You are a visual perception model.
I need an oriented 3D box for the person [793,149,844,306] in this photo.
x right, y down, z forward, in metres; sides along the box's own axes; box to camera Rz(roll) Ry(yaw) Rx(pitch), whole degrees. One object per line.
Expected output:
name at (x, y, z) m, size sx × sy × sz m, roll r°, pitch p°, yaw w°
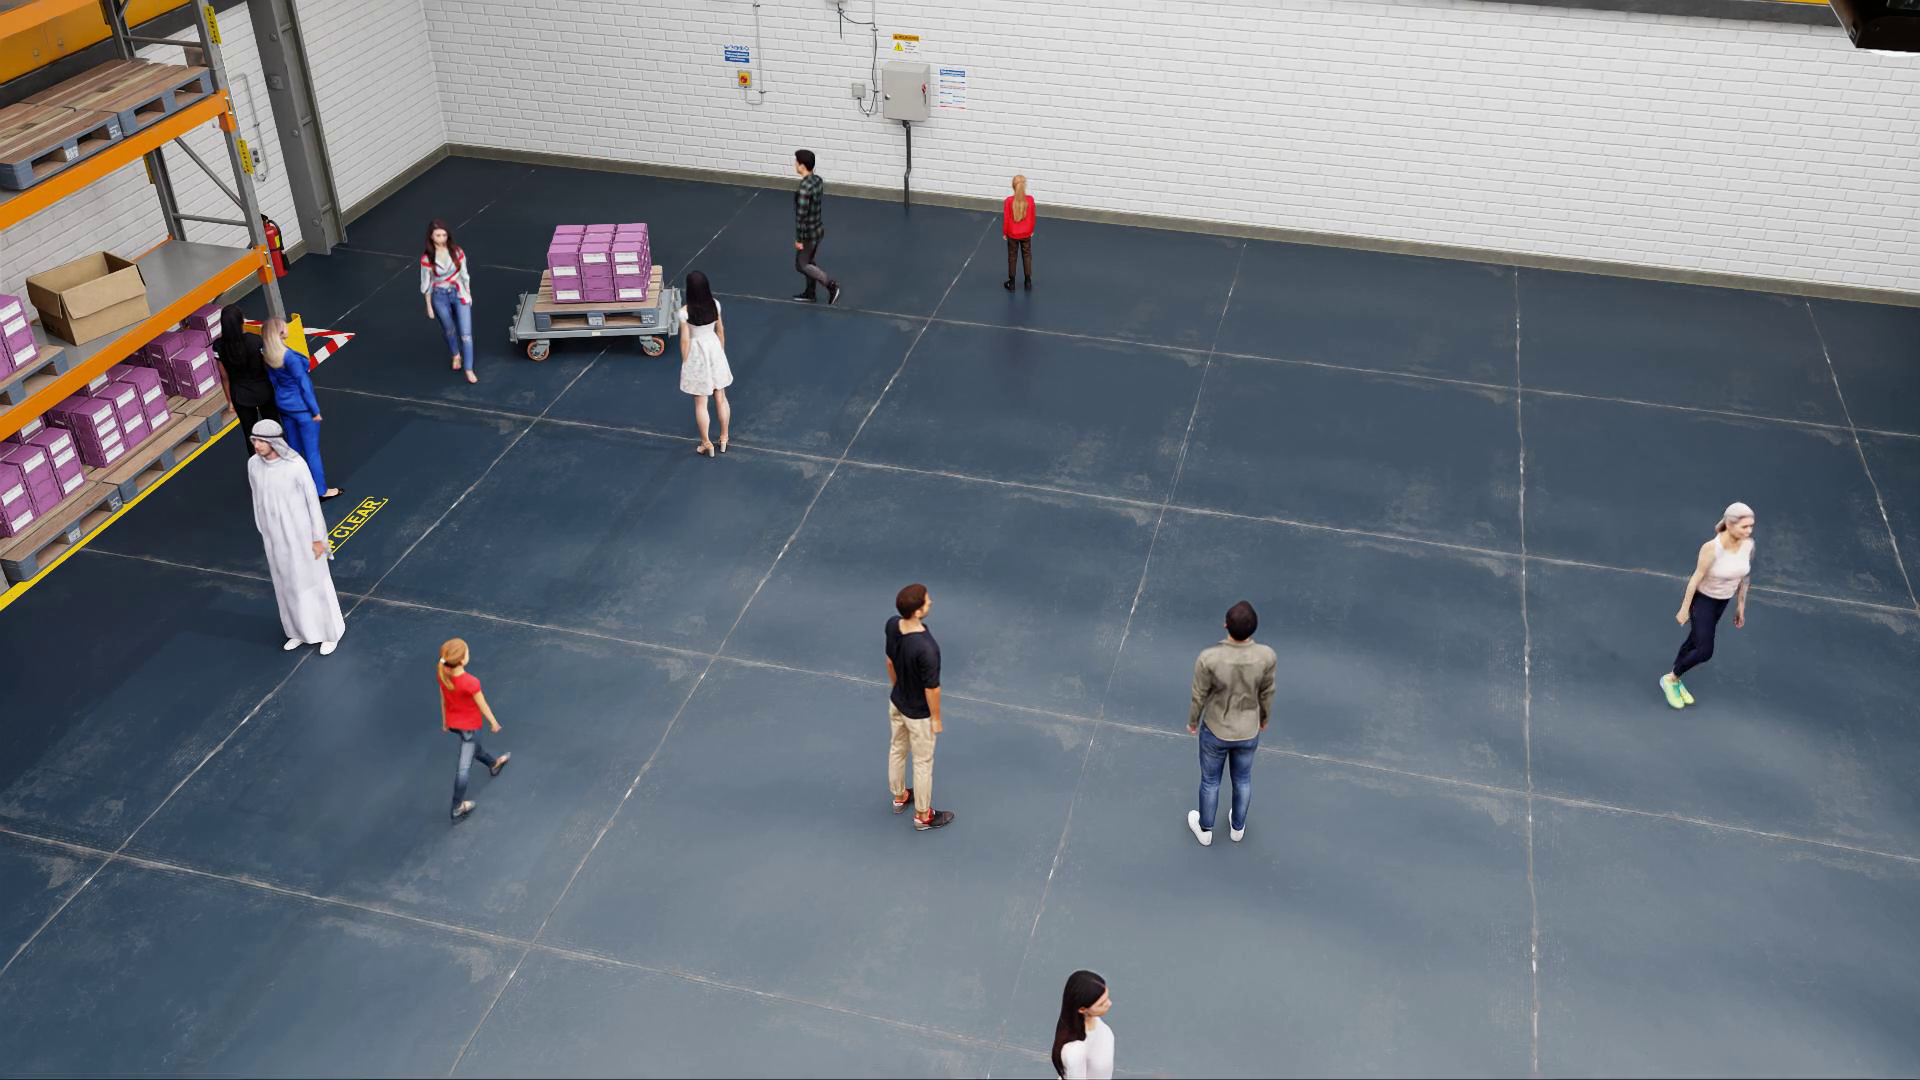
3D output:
person at (-1.494, -3.201, 17.222) m, size 0.743 × 1.699 × 0.791 m, roll 7°, pitch 34°, yaw 11°

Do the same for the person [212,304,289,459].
person at (-6.049, -1.227, 14.244) m, size 0.704 × 1.729 × 0.718 m, roll -9°, pitch 35°, yaw -13°

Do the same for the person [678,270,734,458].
person at (-2.255, -1.562, 14.706) m, size 0.769 × 1.775 × 0.834 m, roll -20°, pitch 38°, yaw -27°

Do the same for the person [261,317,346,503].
person at (-5.632, -1.107, 14.090) m, size 0.684 × 1.700 × 0.654 m, roll 21°, pitch 39°, yaw 28°

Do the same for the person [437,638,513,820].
person at (-3.294, 1.256, 10.917) m, size 0.627 × 1.277 × 0.936 m, roll 17°, pitch 37°, yaw 24°

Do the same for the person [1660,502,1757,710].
person at (5.251, 0.412, 11.813) m, size 0.729 × 1.690 × 0.784 m, roll -15°, pitch 36°, yaw -21°

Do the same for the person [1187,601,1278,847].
person at (1.707, 1.178, 10.503) m, size 0.777 × 1.865 × 0.731 m, roll -3°, pitch 34°, yaw -5°

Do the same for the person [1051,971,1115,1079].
person at (0.578, 2.765, 8.166) m, size 0.681 × 1.809 × 0.493 m, roll 5°, pitch 34°, yaw 8°

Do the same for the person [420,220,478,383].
person at (-4.944, -2.360, 16.081) m, size 0.927 × 1.583 × 1.036 m, roll -11°, pitch 35°, yaw -16°

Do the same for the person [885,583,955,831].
person at (-0.302, 1.060, 10.686) m, size 0.733 × 1.859 × 0.707 m, roll -23°, pitch 40°, yaw -31°

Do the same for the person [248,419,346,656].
person at (-4.927, -0.041, 12.281) m, size 0.682 × 1.927 × 0.639 m, roll 6°, pitch 34°, yaw 10°

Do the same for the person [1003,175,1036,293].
person at (0.628, -3.278, 17.734) m, size 0.571 × 1.281 × 0.596 m, roll -6°, pitch 34°, yaw -9°
